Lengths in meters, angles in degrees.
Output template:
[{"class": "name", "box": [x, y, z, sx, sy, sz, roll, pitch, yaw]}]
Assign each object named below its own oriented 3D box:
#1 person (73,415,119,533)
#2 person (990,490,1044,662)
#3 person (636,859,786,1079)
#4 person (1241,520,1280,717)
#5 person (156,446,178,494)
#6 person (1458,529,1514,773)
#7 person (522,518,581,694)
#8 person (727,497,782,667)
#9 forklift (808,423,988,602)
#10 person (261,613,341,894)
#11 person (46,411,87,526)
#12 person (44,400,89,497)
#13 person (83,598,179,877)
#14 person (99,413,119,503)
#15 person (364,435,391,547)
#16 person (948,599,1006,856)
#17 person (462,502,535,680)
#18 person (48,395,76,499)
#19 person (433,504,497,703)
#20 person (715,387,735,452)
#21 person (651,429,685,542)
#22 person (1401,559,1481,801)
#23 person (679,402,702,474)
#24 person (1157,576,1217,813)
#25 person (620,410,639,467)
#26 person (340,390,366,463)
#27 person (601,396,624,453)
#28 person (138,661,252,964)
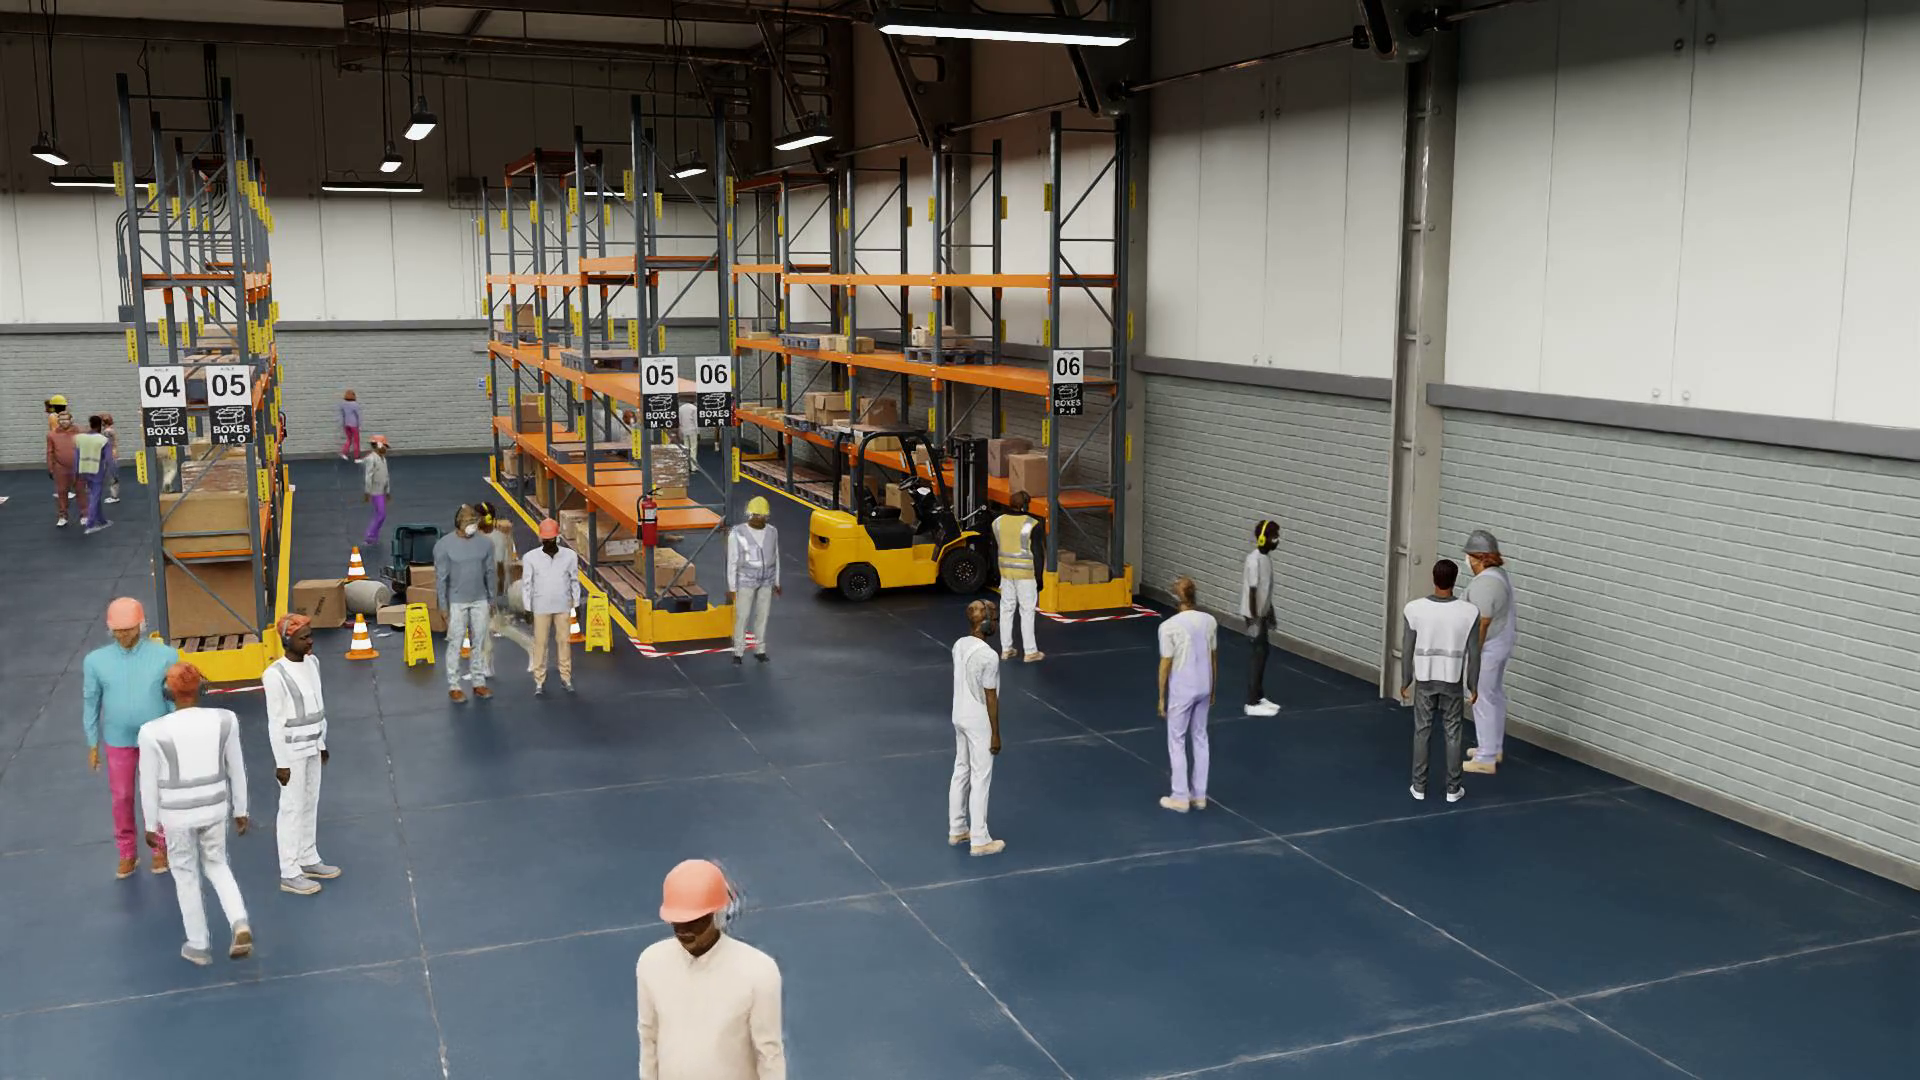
[{"class": "person", "box": [-13.940, -1.082, 26.944, 0.626, 1.876, 0.884, 1, 9, 9]}, {"class": "person", "box": [0.641, 0.384, 17.856, 0.619, 1.845, 0.430, 6, 11, 34]}, {"class": "person", "box": [-0.935, 2.141, 6.409, 0.624, 1.967, 0.851, 2, 9, 14]}, {"class": "person", "box": [2.846, 0.719, 15.690, 0.355, 1.864, 0.577, 4, 10, 24]}, {"class": "person", "box": [-14.848, -1.668, 31.146, 0.585, 1.725, 0.632, 0, 9, 3]}, {"class": "person", "box": [4.358, 0.903, 13.966, 0.535, 2.000, 0.700, 5, 10, 28]}, {"class": "person", "box": [-4.040, 0.648, 16.476, 0.573, 1.747, 0.335, -4, 10, -21]}, {"class": "person", "box": [-2.195, 0.447, 17.614, 0.669, 1.810, 0.409, -6, 11, -32]}, {"class": "forklift", "box": [-0.830, -0.399, 21.676, 2.313, 2.155, 1.214, -4, 10, -21]}, {"class": "person", "box": [-4.441, 1.420, 11.200, 0.341, 1.882, 0.587, 1, 9, 6]}, {"class": "person", "box": [-14.718, -1.178, 27.483, 0.652, 1.906, 0.404, -4, 10, -21]}, {"class": "person", "box": [-16.711, -1.719, 31.135, 0.632, 1.837, 0.546, -2, 9, -11]}, {"class": "person", "box": [-5.648, 1.358, 11.395, 0.633, 1.966, 0.550, -4, 10, -23]}, {"class": "person", "box": [-15.503, -1.494, 30.308, 0.307, 1.640, 0.513, -4, 10, -25]}, {"class": "person", "box": [-8.880, -0.737, 25.360, 0.359, 1.691, 0.640, 0, 9, -3]}, {"class": "person", "box": [0.122, 1.332, 11.921, 0.349, 1.837, 0.502, -6, 11, -33]}, {"class": "person", "box": [-4.730, 0.508, 17.114, 0.788, 1.838, 0.558, -7, 11, -38]}, {"class": "person", "box": [-16.699, -1.731, 30.899, 0.366, 1.926, 0.594, -3, 10, -20]}, {"class": "person", "box": [-4.793, 0.609, 16.182, 0.628, 1.934, 0.374, -8, 12, -42]}, {"class": "person", "box": [-5.554, -3.077, 39.010, 0.615, 2.039, 0.382, -4, 10, -21]}, {"class": "person", "box": [-4.516, -0.976, 25.974, 0.795, 1.993, 0.459, 9, 13, 44]}, {"class": "person", "box": [3.774, 1.105, 13.078, 0.598, 1.917, 0.375, 3, 9, 17]}, {"class": "person", "box": [-5.623, -2.267, 34.814, 0.573, 1.750, 0.330, 7, 12, 39]}, {"class": "person", "box": [1.741, 1.189, 12.839, 0.520, 1.823, 0.399, -4, 10, -26]}, {"class": "person", "box": [-6.257, -1.648, 31.349, 0.376, 1.617, 0.531, 3, 9, 16]}, {"class": "person", "box": [-13.392, -2.504, 36.706, 0.522, 1.631, 0.358, 3, 10, 21]}, {"class": "person", "box": [-6.998, -2.080, 33.742, 0.905, 1.715, 0.536, 8, 12, 42]}, {"class": "person", "box": [-4.509, 1.643, 9.859, 0.583, 1.868, 0.574, 9, 12, 44]}]
